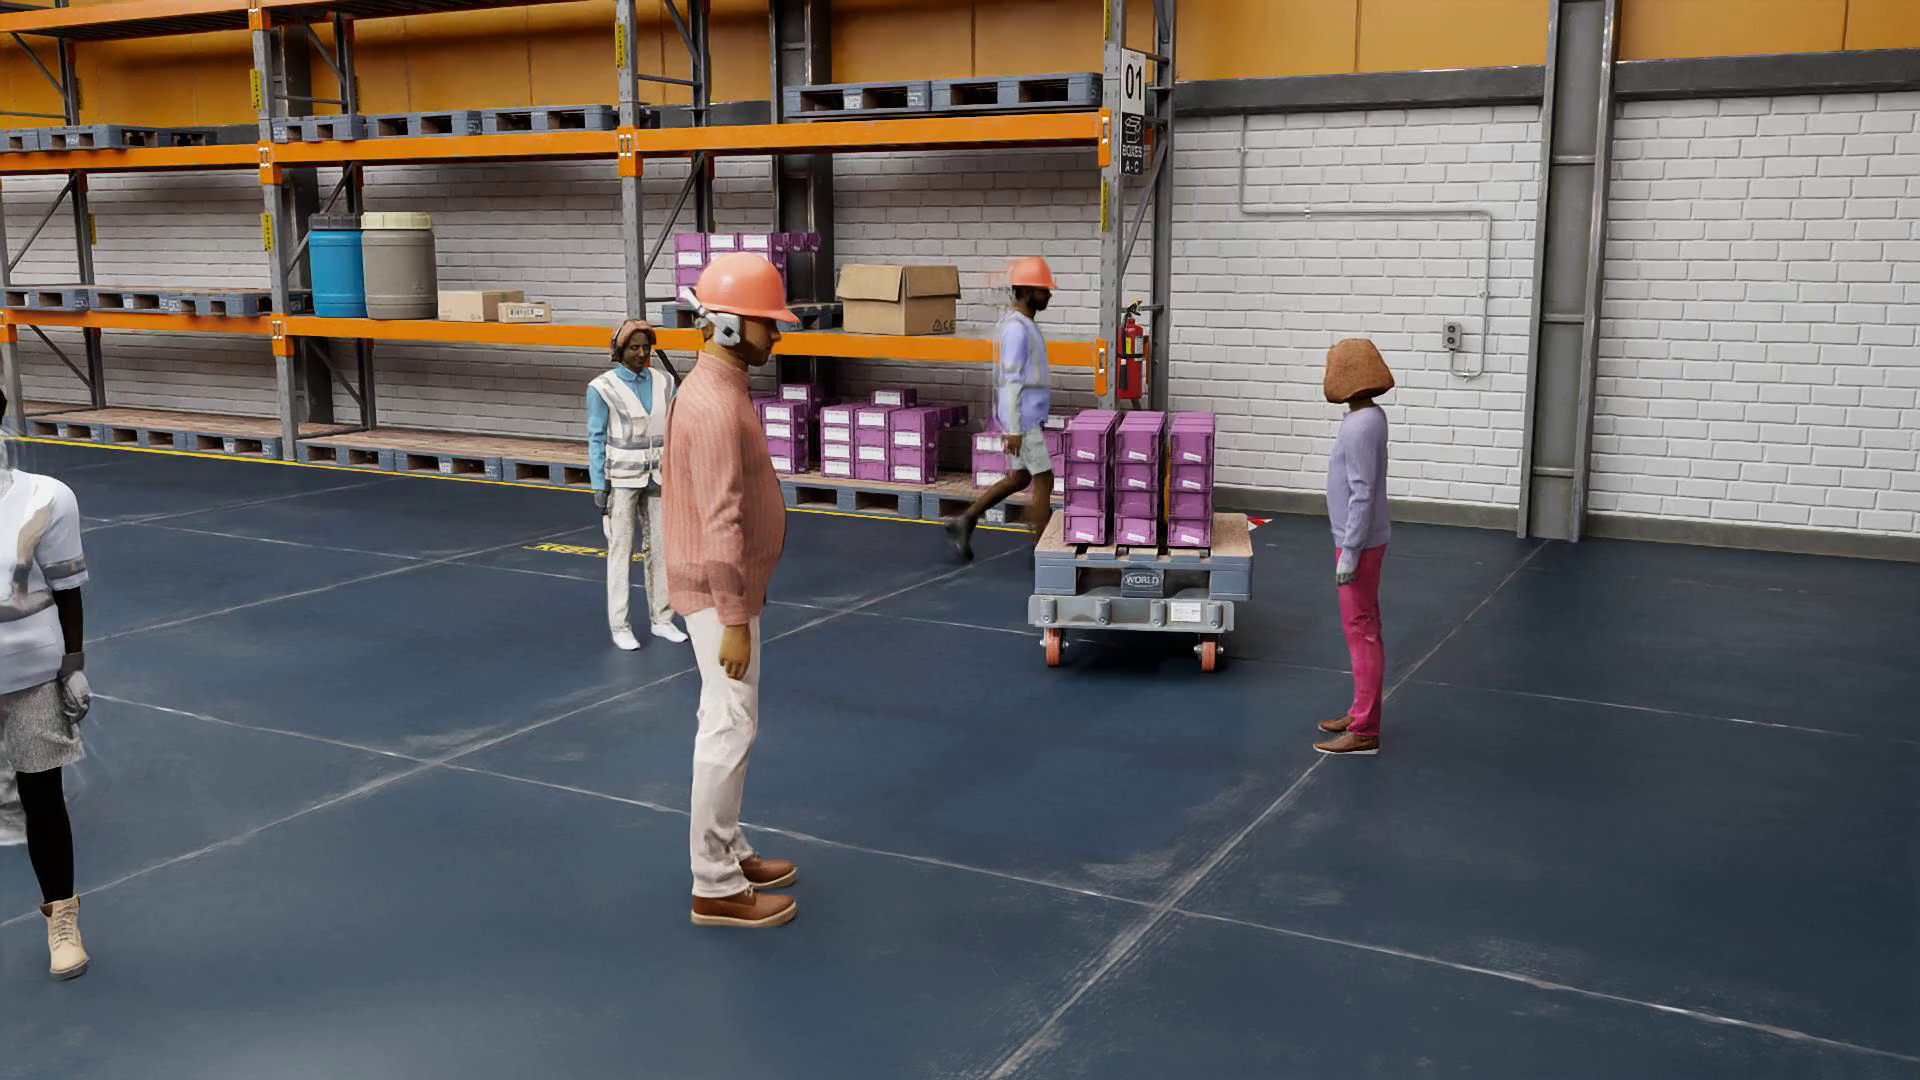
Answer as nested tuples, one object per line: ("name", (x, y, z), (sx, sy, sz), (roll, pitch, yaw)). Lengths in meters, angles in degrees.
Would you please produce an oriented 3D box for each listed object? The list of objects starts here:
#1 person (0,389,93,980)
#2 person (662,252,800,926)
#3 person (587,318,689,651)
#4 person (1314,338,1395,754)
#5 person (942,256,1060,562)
("person", (-2.615, 0.374, 4.463), (0.531, 1.698, 0.320), (-5, 11, -24))
("person", (-0.662, 0.156, 4.894), (0.408, 1.980, 0.626), (-2, 10, -9))
("person", (-1.595, -0.273, 8.199), (0.320, 1.631, 0.525), (10, 14, 44))
("person", (1.549, 0.027, 6.540), (0.282, 1.631, 0.503), (3, 11, 18))
("person", (0.323, -0.753, 10.070), (0.851, 1.912, 0.550), (2, 10, 9))
